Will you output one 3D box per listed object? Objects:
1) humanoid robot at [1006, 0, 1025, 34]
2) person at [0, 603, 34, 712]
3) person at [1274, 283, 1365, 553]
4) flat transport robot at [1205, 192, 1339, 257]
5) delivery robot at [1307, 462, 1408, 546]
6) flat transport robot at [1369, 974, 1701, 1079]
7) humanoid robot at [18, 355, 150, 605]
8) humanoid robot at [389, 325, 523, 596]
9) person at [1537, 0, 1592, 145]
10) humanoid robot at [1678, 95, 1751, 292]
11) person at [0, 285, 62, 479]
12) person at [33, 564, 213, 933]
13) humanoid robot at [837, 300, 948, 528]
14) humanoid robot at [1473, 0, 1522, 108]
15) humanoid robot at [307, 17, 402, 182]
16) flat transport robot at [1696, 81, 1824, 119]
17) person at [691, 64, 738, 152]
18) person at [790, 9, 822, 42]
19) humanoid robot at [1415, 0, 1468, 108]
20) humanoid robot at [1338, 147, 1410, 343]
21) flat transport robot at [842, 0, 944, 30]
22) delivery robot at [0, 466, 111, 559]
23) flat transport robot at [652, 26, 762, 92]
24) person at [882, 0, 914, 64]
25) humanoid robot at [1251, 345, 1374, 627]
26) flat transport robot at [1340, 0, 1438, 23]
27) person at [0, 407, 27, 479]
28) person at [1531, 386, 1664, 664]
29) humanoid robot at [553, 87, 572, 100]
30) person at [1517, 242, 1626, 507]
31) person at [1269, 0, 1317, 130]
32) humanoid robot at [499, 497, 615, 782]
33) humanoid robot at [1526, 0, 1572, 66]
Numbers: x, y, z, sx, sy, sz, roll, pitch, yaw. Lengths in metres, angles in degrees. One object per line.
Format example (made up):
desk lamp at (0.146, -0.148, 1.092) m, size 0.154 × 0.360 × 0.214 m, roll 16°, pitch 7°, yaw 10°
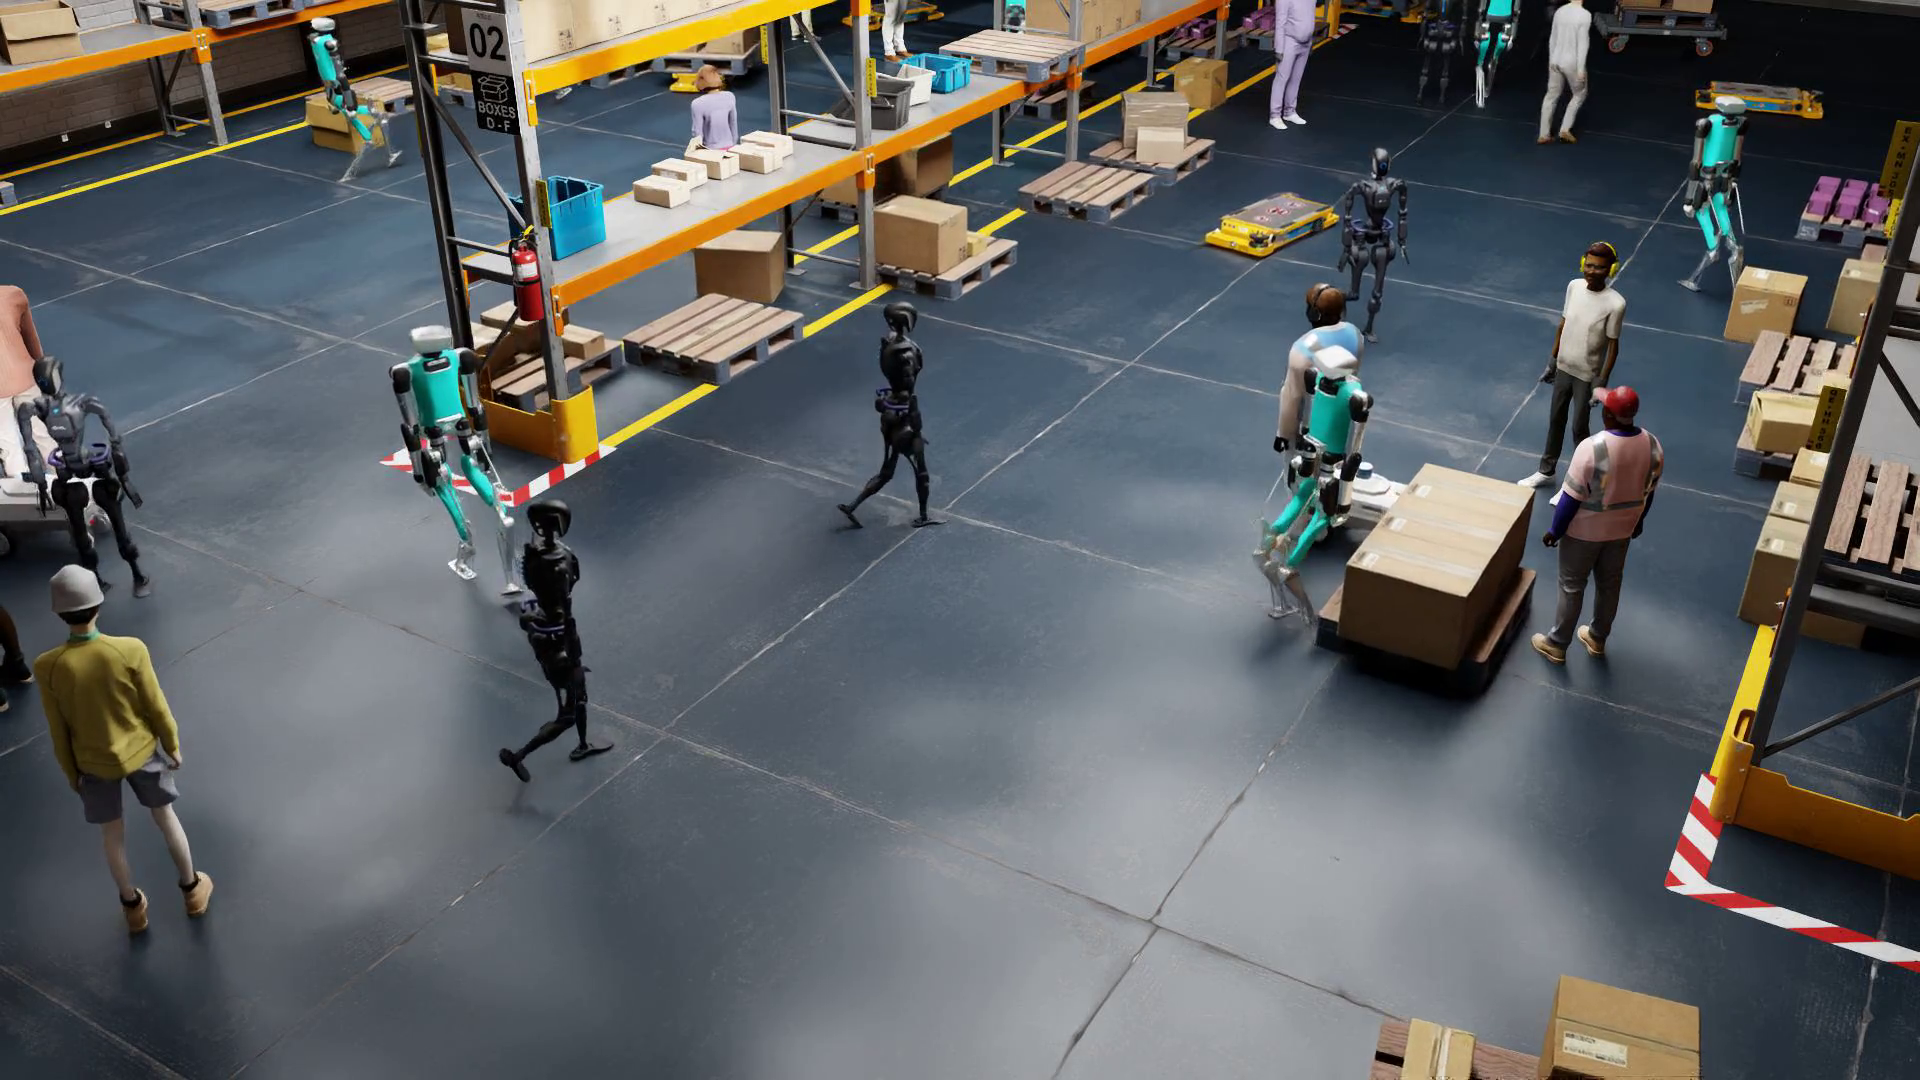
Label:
humanoid robot at (0.656, -6.140, 20.387) m, size 0.538 × 1.871 × 0.737 m, roll 5°, pitch 30°, yaw 9°
person at (-5.584, 0.050, 9.149) m, size 0.376 × 1.956 × 0.600 m, roll 3°, pitch 30°, yaw 4°
person at (2.268, -0.768, 10.717) m, size 0.645 × 1.834 × 0.432 m, roll -23°, pitch 37°, yaw -34°
flat transport robot at (3.110, -3.134, 16.486) m, size 0.659 × 0.231 × 1.431 m, roll 24°, pitch 37°, yaw 36°
delivery robot at (2.619, -0.225, 11.069) m, size 0.785 × 0.614 × 0.518 m, roll 15°, pitch 33°, yaw 25°
flat transport robot at (2.085, 2.622, 6.304) m, size 0.659 × 0.231 × 1.431 m, roll 10°, pitch 31°, yaw 18°
humanoid robot at (-5.345, -0.367, 10.168) m, size 0.596 × 1.658 × 0.338 m, roll -6°, pitch 30°, yaw -10°
humanoid robot at (-2.981, -0.372, 10.156) m, size 0.531 × 1.776 × 1.003 m, roll -22°, pitch 36°, yaw -33°
person at (6.956, -5.445, 18.937) m, size 0.608 × 1.875 × 0.597 m, roll -17°, pitch 34°, yaw -28°
humanoid robot at (6.797, -2.923, 14.662) m, size 0.551 × 1.819 × 0.915 m, roll -9°, pitch 31°, yaw -16°
person at (-6.349, -1.037, 11.026) m, size 0.379 × 1.994 × 0.610 m, roll 16°, pitch 33°, yaw 27°
person at (-3.838, 0.973, 7.609) m, size 0.505 × 1.867 × 0.448 m, roll -15°, pitch 33°, yaw -25°
humanoid robot at (-0.451, -0.793, 10.967) m, size 0.742 × 1.646 × 0.584 m, roll -9°, pitch 31°, yaw -15°
humanoid robot at (6.593, -6.268, 20.603) m, size 0.541 × 1.848 × 0.844 m, roll 5°, pitch 30°, yaw 8°
humanoid robot at (-6.423, -4.787, 17.959) m, size 0.991 × 1.775 × 0.533 m, roll -26°, pitch 38°, yaw -38°
flat transport robot at (9.885, -5.441, 20.567) m, size 1.431 × 0.231 × 0.659 m, roll 11°, pitch 31°, yaw 19°
person at (-2.405, -3.852, 16.377) m, size 0.500 × 1.628 × 0.287 m, roll -21°, pitch 36°, yaw -32°
person at (-2.237, -7.960, 23.512) m, size 0.560 × 1.752 × 0.328 m, roll 23°, pitch 37°, yaw 35°
humanoid robot at (5.899, -6.157, 20.389) m, size 0.590 × 1.649 × 0.322 m, roll 12°, pitch 32°, yaw 21°
humanoid robot at (3.454, -2.509, 13.955) m, size 0.603 × 1.645 × 0.507 m, roll -4°, pitch 30°, yaw -7°
flat transport robot at (-0.991, -7.838, 24.807) m, size 1.431 × 0.231 × 0.659 m, roll -22°, pitch 36°, yaw -34°
delivery robot at (-6.120, -0.200, 11.020) m, size 0.793 × 0.610 × 0.499 m, roll -1°, pitch 29°, yaw -1°
flat transport robot at (-3.273, -6.113, 21.755) m, size 0.659 × 0.231 × 1.431 m, roll 4°, pitch 30°, yaw 7°
person at (-0.850, -7.440, 22.408) m, size 0.373 × 1.940 × 0.630 m, roll 17°, pitch 33°, yaw 27°
humanoid robot at (2.004, -0.247, 9.912) m, size 0.663 × 1.829 × 0.531 m, roll -14°, pitch 32°, yaw -23°
flat transport robot at (6.439, -8.048, 25.178) m, size 1.431 × 0.231 × 0.659 m, roll 21°, pitch 36°, yaw 32°
person at (-6.699, -1.092, 11.159) m, size 0.403 × 1.969 × 0.796 m, roll 12°, pitch 32°, yaw 20°
person at (3.669, -0.086, 9.584) m, size 0.603 × 1.756 × 0.420 m, roll -7°, pitch 30°, yaw -12°
humanoid robot at (-5.258, -6.105, 20.249) m, size 0.552 × 1.735 × 1.006 m, roll 23°, pitch 37°, yaw 34°
person at (4.190, -1.134, 11.320) m, size 0.322 × 1.874 × 0.527 m, roll -15°, pitch 33°, yaw -25°
person at (3.954, -5.825, 19.583) m, size 0.645 × 1.906 × 0.404 m, roll -23°, pitch 37°, yaw -35°
humanoid robot at (-2.172, 0.515, 8.622) m, size 0.636 × 1.634 × 0.611 m, roll -16°, pitch 33°, yaw -25°
humanoid robot at (8.021, -7.117, 22.135) m, size 0.757 × 1.614 × 0.605 m, roll 26°, pitch 38°, yaw 37°
